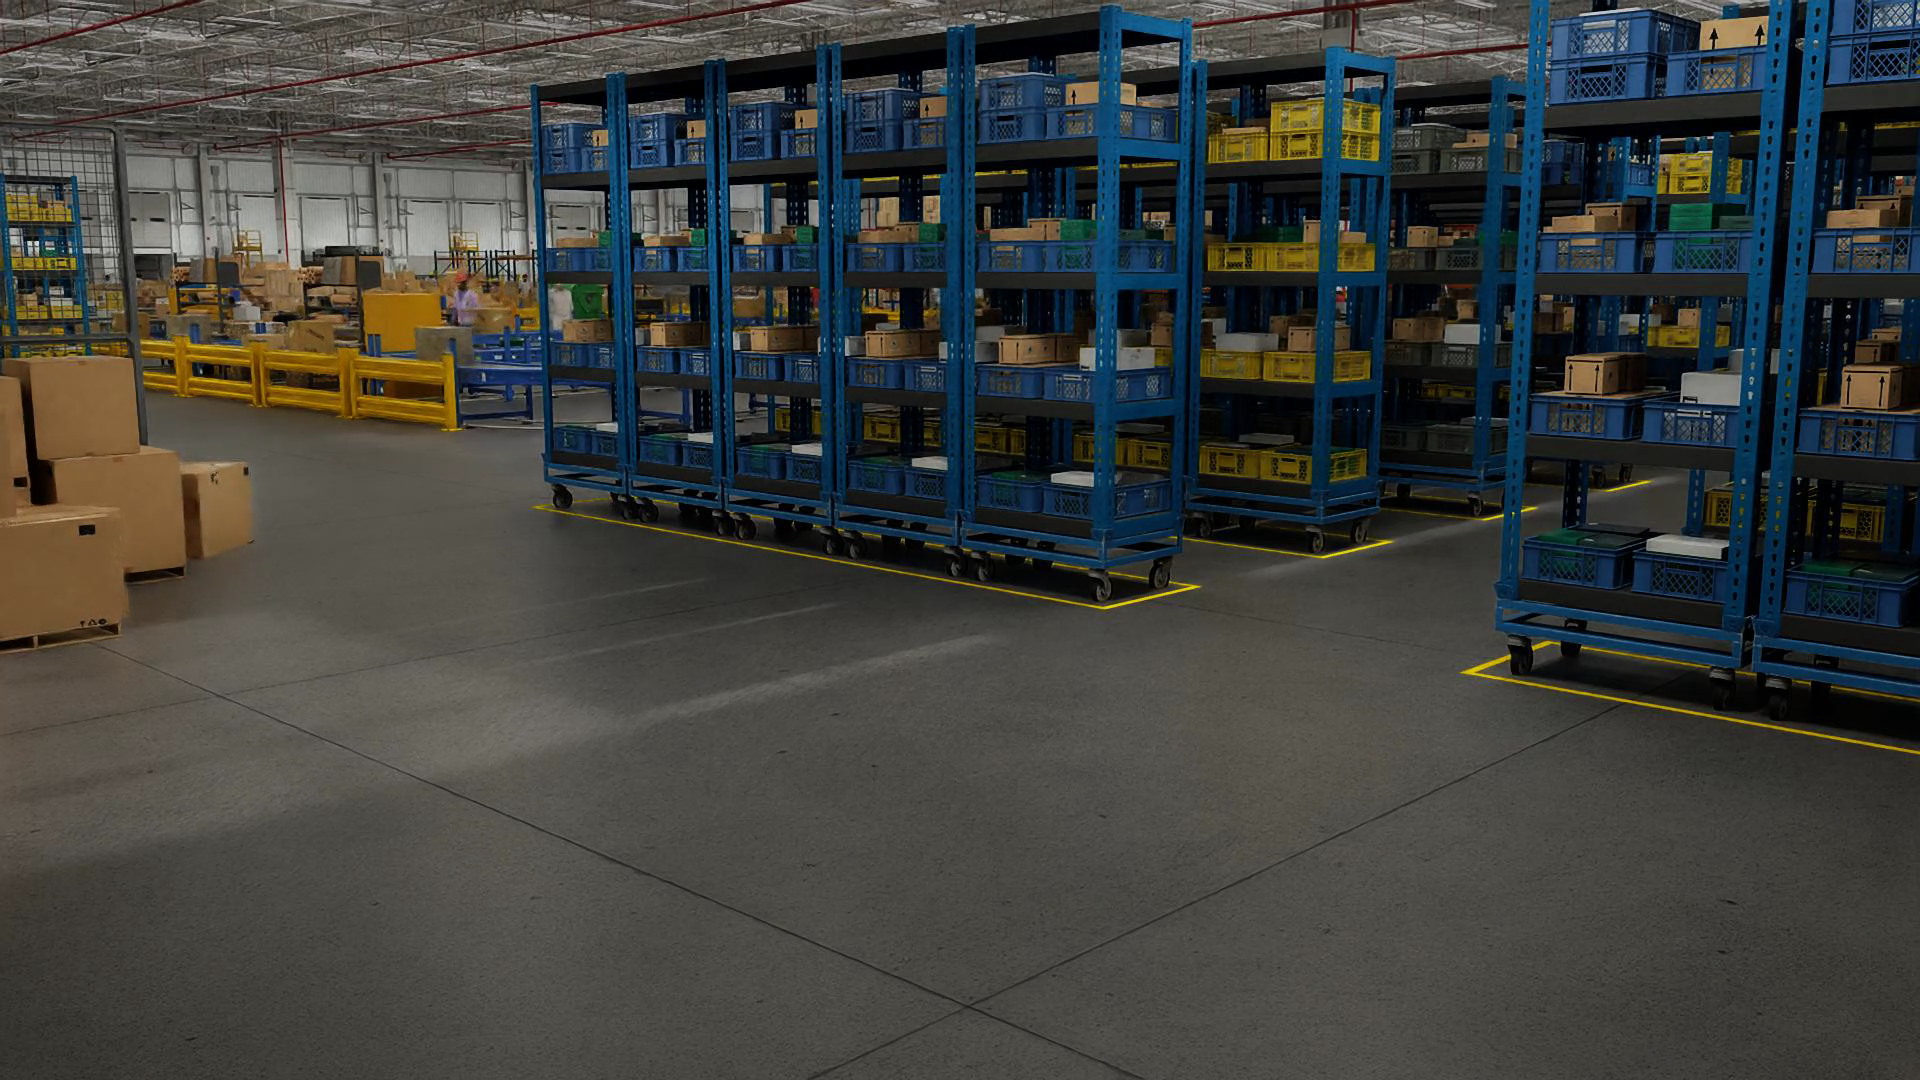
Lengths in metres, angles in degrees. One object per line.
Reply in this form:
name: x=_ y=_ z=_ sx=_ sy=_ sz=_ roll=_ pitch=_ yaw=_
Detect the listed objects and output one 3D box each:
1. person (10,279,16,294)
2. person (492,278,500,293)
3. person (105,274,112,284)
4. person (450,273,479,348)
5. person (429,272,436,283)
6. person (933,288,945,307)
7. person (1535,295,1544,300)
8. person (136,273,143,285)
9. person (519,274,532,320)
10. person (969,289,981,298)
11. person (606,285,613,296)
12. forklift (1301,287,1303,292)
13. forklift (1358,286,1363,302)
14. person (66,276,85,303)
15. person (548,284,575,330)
person: x=-36.944 y=-9.369 z=64.867 sx=0.322 sy=1.743 sz=0.489 roll=-2 pitch=9 yaw=-12
person: x=-17.464 y=-8.973 z=62.432 sx=0.555 sy=1.752 sz=0.527 roll=-9 pitch=13 yaw=-43
person: x=-39.593 y=-11.436 z=77.327 sx=1.001 sy=1.817 sz=0.547 roll=0 pitch=9 yaw=-2
person: x=-10.466 y=-4.684 z=35.424 sx=0.599 sy=1.997 sz=1.058 roll=5 pitch=10 yaw=26
person: x=-27.658 y=-13.122 z=87.373 sx=0.637 sy=1.910 sz=0.594 roll=1 pitch=9 yaw=8
person: x=-0.596 y=-8.128 z=56.746 sx=0.579 sy=1.902 sz=0.863 roll=-7 pitch=12 yaw=-36
person: x=14.721 y=-5.662 z=42.086 sx=0.553 sy=1.745 sz=0.552 roll=4 pitch=10 yaw=23
person: x=-42.590 y=-12.924 z=86.389 sx=0.644 sy=1.840 sz=0.429 roll=5 pitch=10 yaw=26
person: x=-17.511 y=-9.775 z=67.015 sx=0.521 sy=1.857 sz=0.328 roll=-6 pitch=11 yaw=-32
person: x=0.494 y=-8.099 z=56.882 sx=0.622 sy=1.809 sz=0.505 roll=-6 pitch=11 yaw=-34
person: x=-12.813 y=-8.800 z=60.965 sx=1.012 sy=1.891 sz=0.543 roll=-3 pitch=10 yaw=-16
forklift: x=10.769 y=-8.203 z=54.240 sx=1.129 sy=2.768 sz=1.873 roll=8 pitch=12 yaw=42
forklift: x=11.100 y=-7.017 z=46.970 sx=1.873 sy=2.768 sz=1.129 roll=9 pitch=13 yaw=43
person: x=-29.193 y=-7.865 z=54.965 sx=0.612 sy=1.962 sz=0.364 roll=-5 pitch=10 yaw=-27
person: x=-9.287 y=-5.171 z=38.680 sx=0.652 sy=1.889 sz=0.452 roll=-8 pitch=12 yaw=-42
